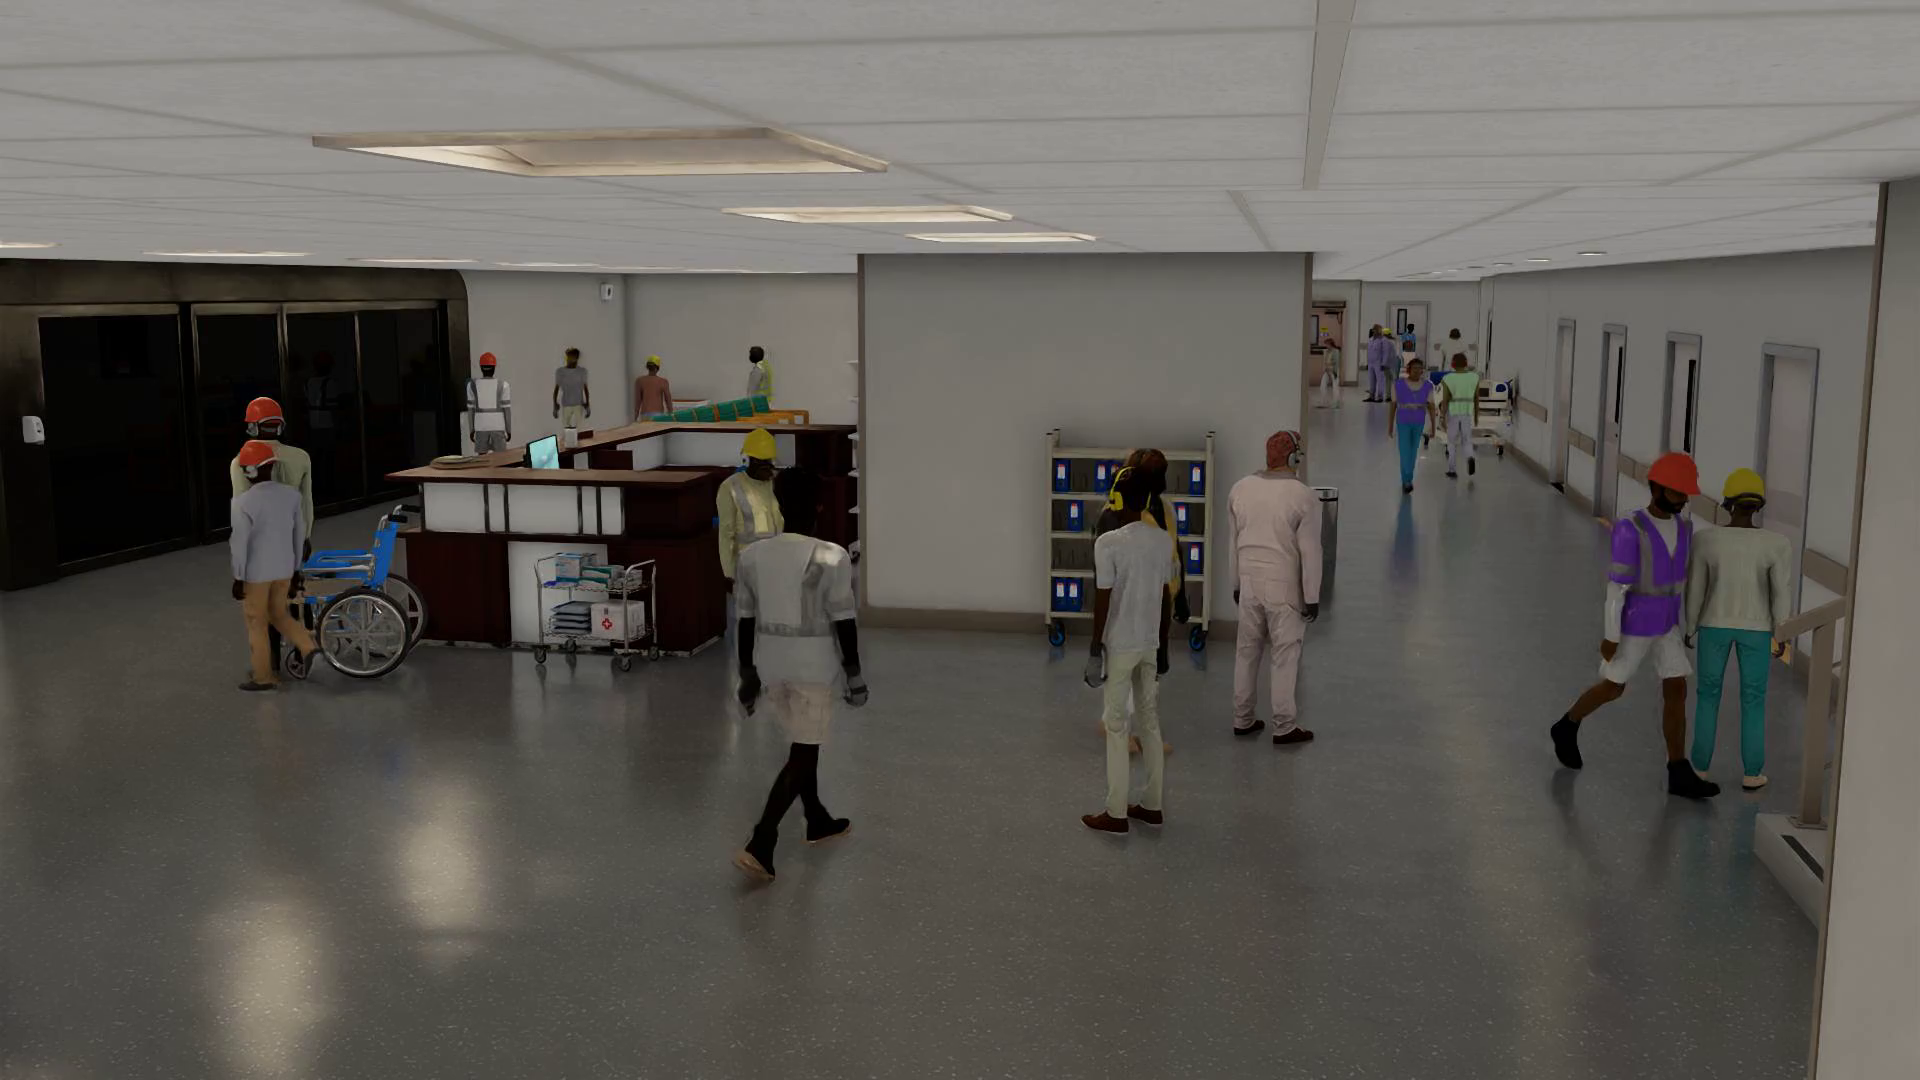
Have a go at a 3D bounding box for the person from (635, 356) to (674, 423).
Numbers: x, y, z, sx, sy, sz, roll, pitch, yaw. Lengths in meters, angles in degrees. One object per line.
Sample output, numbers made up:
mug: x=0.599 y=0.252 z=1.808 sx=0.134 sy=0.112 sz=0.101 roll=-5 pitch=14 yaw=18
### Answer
person: x=-4.639 y=-1.943 z=25.385 sx=0.555 sy=1.723 sz=0.859 roll=2 pitch=9 yaw=10

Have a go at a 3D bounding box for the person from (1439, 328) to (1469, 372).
person: x=10.653 y=-3.624 z=35.926 sx=0.639 sy=1.922 sz=0.595 roll=4 pitch=10 yaw=26

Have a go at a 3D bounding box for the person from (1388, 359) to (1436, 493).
person: x=6.142 y=-1.542 z=22.505 sx=0.586 sy=1.796 sz=0.938 roll=0 pitch=9 yaw=-2

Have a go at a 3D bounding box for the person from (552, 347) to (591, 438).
person: x=-6.059 y=-2.076 z=25.916 sx=0.599 sy=1.847 sz=0.411 roll=-2 pitch=9 yaw=-13

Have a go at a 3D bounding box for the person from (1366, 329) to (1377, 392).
person: x=10.984 y=-4.773 z=44.288 sx=0.316 sy=1.695 sz=0.542 roll=2 pitch=9 yaw=11

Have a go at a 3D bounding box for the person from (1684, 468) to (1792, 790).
person: x=4.261 y=0.489 z=9.141 sx=0.532 sy=1.770 sz=0.306 roll=4 pitch=10 yaw=27

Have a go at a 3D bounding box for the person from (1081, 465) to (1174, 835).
person: x=0.852 y=0.555 z=8.408 sx=0.510 sy=1.862 sz=0.324 roll=-6 pitch=11 yaw=-36

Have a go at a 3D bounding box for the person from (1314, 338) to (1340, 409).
person: x=8.449 y=-3.817 z=38.186 sx=0.671 sy=1.613 sz=0.545 roll=-6 pitch=10 yaw=-34

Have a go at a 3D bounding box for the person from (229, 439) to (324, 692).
person: x=-4.656 y=0.187 z=11.230 sx=0.547 sy=1.738 sz=0.567 roll=4 pitch=9 yaw=23

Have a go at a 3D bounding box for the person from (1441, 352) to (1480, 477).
person: x=7.275 y=-1.811 z=24.171 sx=0.581 sy=1.828 sz=0.571 roll=-1 pitch=9 yaw=-4

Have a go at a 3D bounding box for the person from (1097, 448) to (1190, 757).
person: x=1.086 y=0.372 z=9.737 sx=0.449 sy=1.826 sz=0.634 roll=6 pitch=11 yaw=37

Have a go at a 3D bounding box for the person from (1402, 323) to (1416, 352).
person: x=14.047 y=-5.934 z=52.053 sx=0.531 sy=1.686 sz=0.334 roll=-4 pitch=9 yaw=-24

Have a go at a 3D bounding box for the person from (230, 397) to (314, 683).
person: x=-4.803 y=0.000 z=11.631 sx=0.377 sy=1.995 sz=0.608 roll=6 pitch=10 yaw=33

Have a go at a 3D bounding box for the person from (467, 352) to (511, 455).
person: x=-6.086 y=-1.461 z=21.557 sx=0.547 sy=1.933 sz=0.384 roll=-1 pitch=9 yaw=-6

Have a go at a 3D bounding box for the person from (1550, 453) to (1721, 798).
person: x=3.733 y=0.436 z=9.168 sx=0.552 sy=1.894 sz=1.002 roll=-4 pitch=9 yaw=-25

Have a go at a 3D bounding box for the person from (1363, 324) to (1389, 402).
person: x=10.107 y=-4.295 z=40.431 sx=0.408 sy=1.909 sz=0.642 roll=-5 pitch=10 yaw=-28

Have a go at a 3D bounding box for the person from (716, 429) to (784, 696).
person: x=-1.350 y=0.151 z=11.233 sx=0.601 sy=1.818 sz=0.404 roll=-7 pitch=11 yaw=-38

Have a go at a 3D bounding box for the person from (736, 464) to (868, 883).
person: x=-0.800 y=0.611 z=7.838 sx=0.602 sy=1.930 sz=0.959 roll=5 pitch=10 yaw=31

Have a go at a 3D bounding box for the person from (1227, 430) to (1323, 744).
person: x=1.923 y=0.284 z=10.081 sx=0.649 sy=1.901 sz=0.399 roll=8 pitch=12 yaw=44

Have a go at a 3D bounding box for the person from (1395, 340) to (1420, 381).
person: x=9.807 y=-3.559 z=36.465 sx=0.509 sy=1.629 sz=0.314 roll=1 pitch=9 yaw=5

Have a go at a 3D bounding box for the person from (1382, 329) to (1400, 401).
person: x=10.533 y=-4.246 z=40.558 sx=0.474 sy=1.781 sz=0.667 roll=-6 pitch=10 yaw=-32
